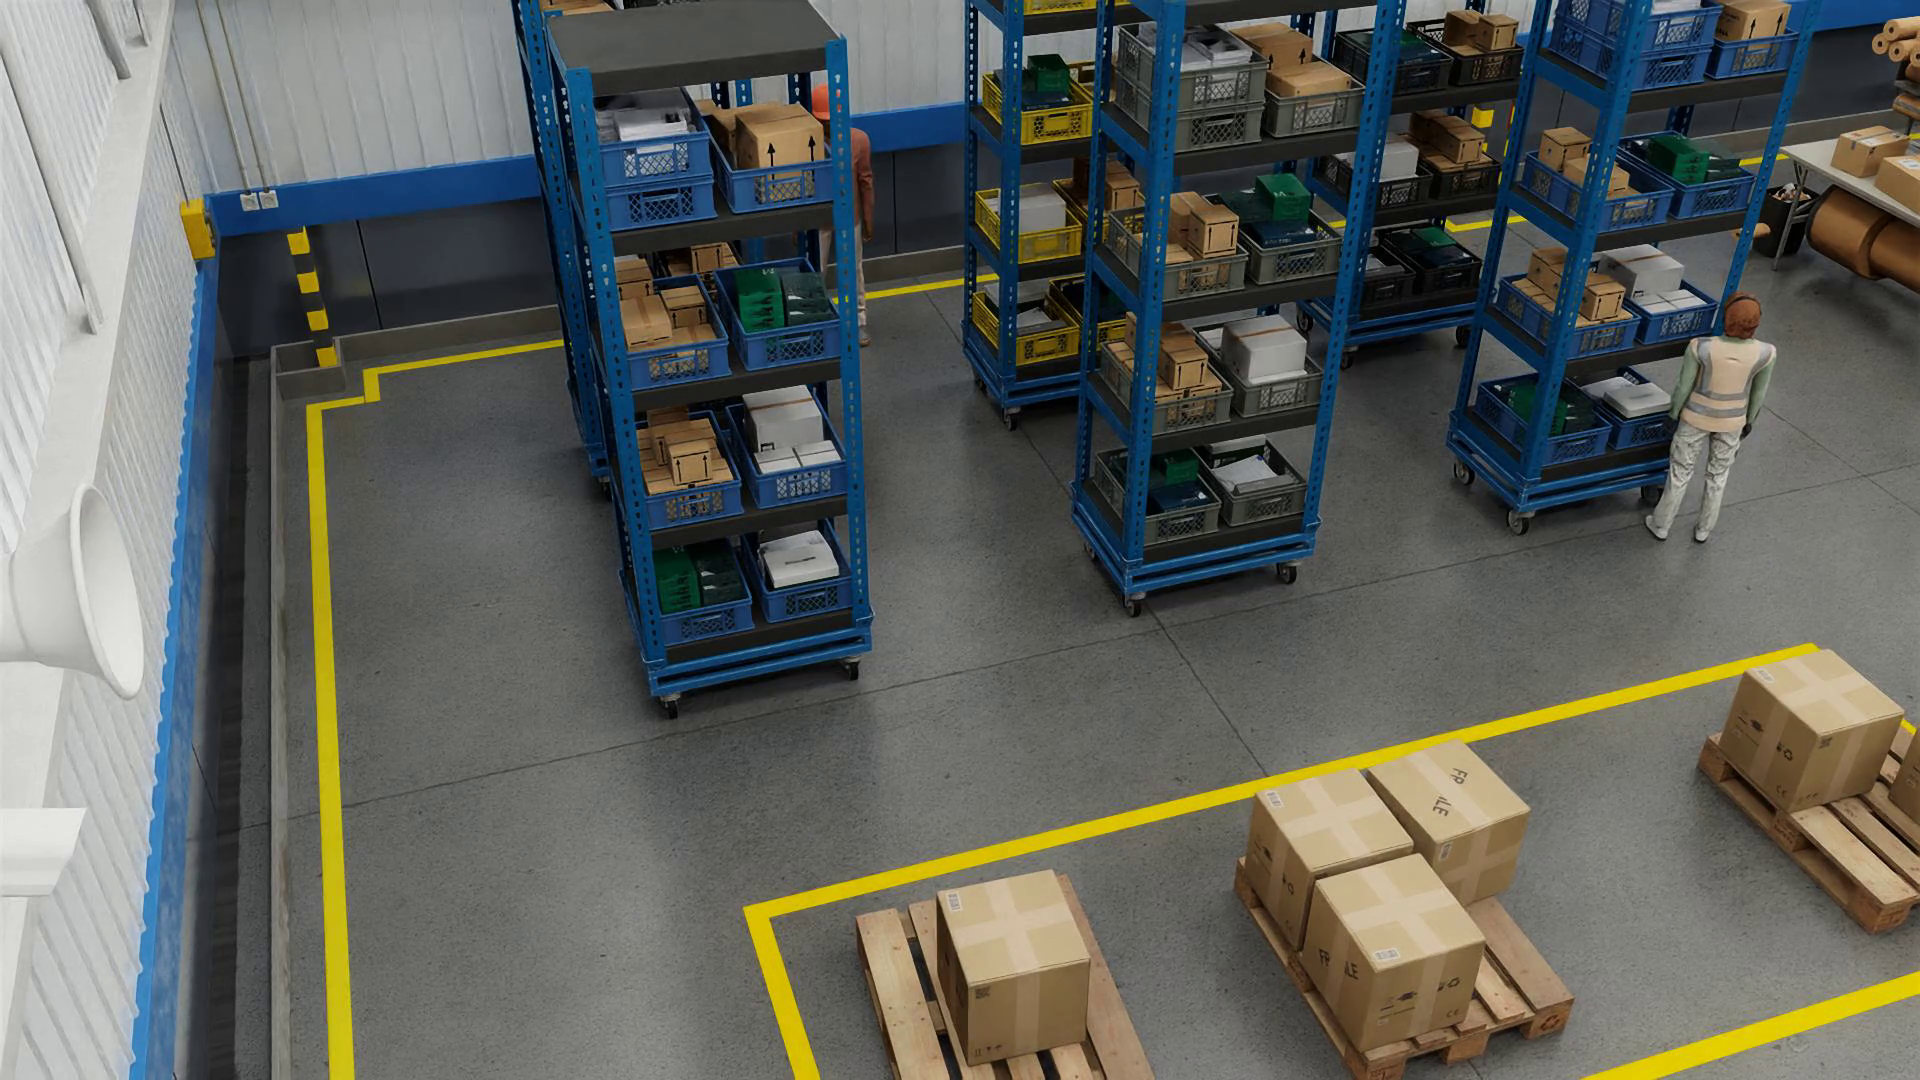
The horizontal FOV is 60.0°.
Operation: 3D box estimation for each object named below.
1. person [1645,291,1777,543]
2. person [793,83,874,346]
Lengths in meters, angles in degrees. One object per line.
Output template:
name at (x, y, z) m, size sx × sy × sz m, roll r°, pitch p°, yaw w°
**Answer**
person at (4.445, -0.704, 9.848) m, size 0.514 × 1.641 × 0.309 m, roll 5°, pitch 36°, yaw 7°
person at (-0.906, -2.273, 11.784) m, size 0.618 × 1.986 × 0.409 m, roll -7°, pitch 36°, yaw -10°
